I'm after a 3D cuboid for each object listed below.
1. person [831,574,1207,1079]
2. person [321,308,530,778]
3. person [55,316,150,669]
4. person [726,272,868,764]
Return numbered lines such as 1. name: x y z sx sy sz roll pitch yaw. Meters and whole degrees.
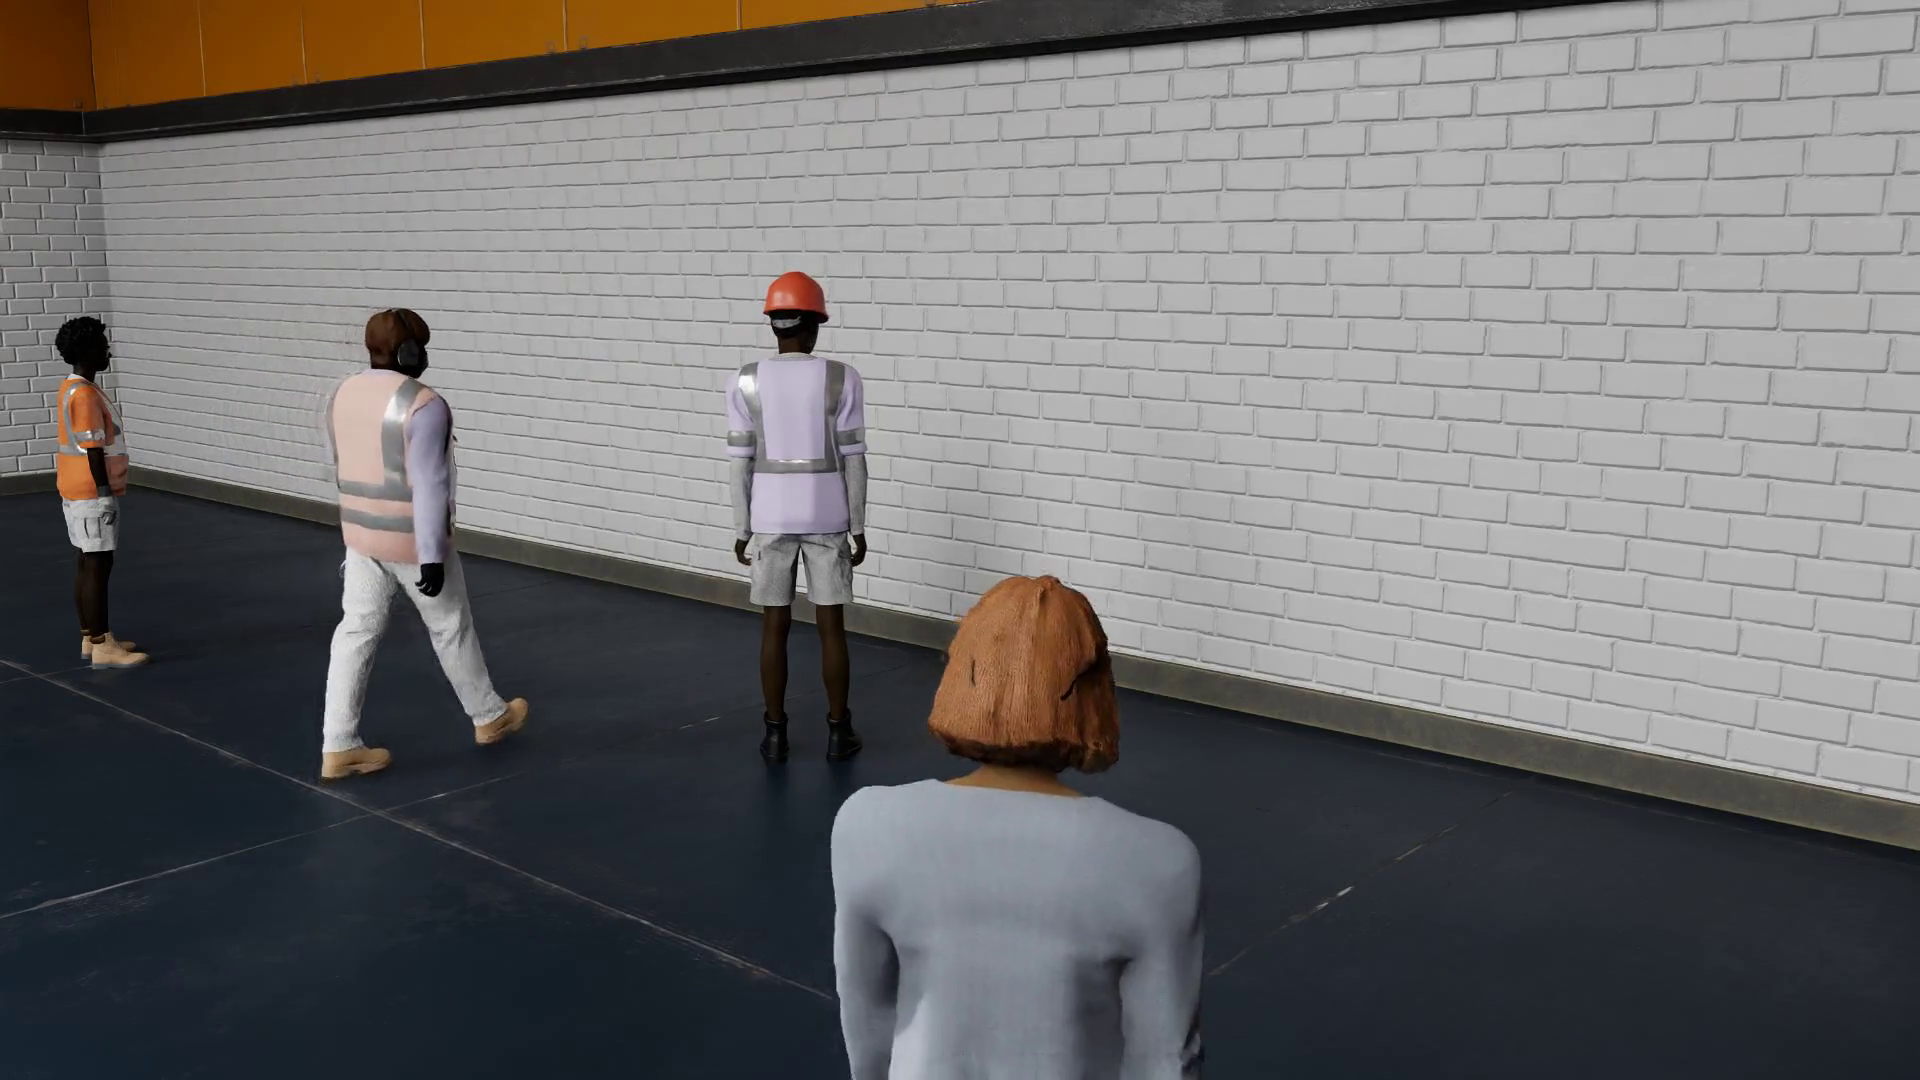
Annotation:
1. person: 0.074 0.841 2.229 0.500 1.610 0.577 2 10 10
2. person: -2.167 -0.005 6.525 0.649 1.791 0.952 6 12 30
3. person: -4.183 -0.226 8.049 0.318 1.697 0.535 -7 12 -34
4. person: -0.630 -0.077 6.537 0.542 1.930 0.374 0 10 0
